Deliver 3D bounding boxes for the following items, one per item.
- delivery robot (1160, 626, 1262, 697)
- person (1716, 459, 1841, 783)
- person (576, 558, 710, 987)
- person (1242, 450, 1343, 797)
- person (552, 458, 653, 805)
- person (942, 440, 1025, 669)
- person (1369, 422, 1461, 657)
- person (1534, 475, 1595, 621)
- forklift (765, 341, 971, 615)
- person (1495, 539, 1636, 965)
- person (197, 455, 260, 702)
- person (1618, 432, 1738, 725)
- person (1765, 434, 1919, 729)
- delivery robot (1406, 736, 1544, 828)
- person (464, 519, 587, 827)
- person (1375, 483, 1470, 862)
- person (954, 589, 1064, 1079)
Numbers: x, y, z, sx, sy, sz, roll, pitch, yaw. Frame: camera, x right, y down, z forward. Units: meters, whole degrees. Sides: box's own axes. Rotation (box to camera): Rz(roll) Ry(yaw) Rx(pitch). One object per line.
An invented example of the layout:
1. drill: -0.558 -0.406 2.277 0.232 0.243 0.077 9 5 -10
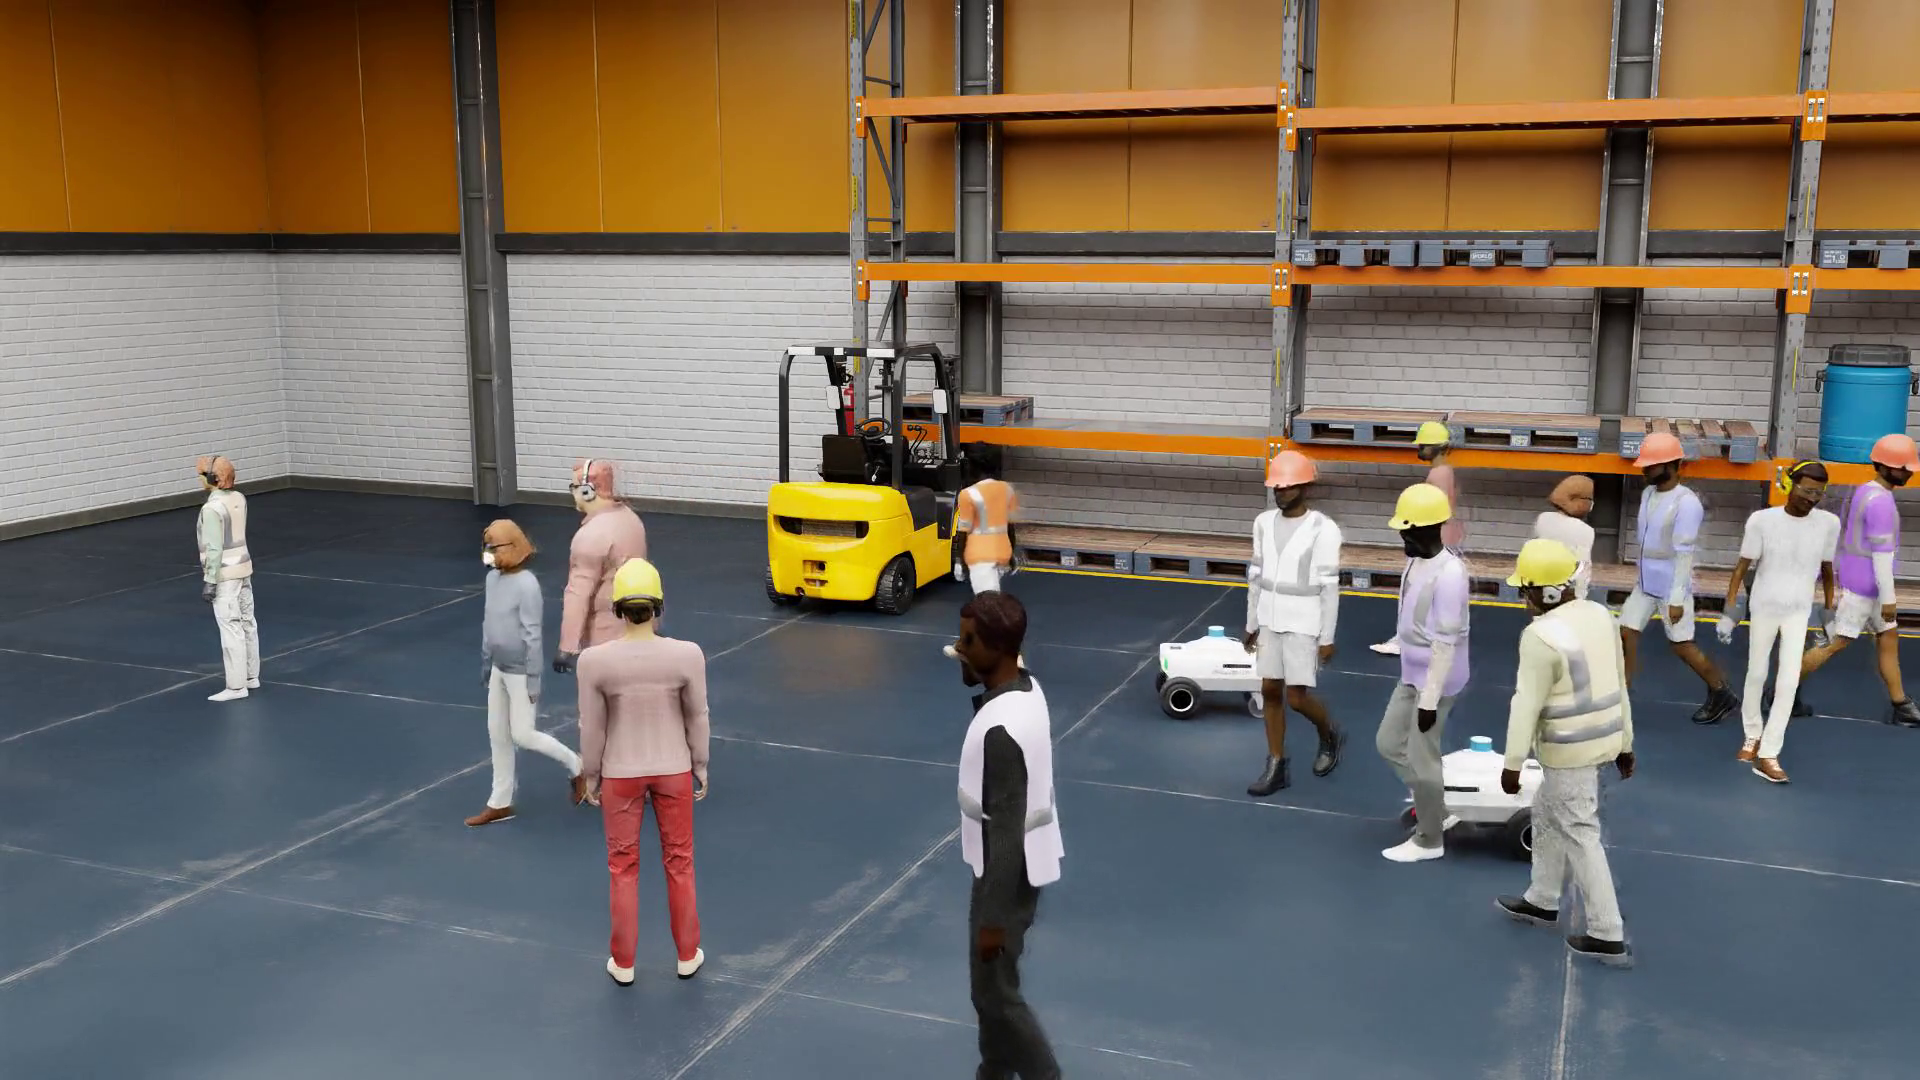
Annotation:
1. delivery robot: 1.651 0.800 10.742 0.707 0.478 0.477 1 10 3
2. person: 4.652 0.443 9.451 0.650 1.815 0.834 3 11 15
3. person: -1.283 0.948 6.797 0.525 1.771 0.305 -2 10 -13
4. person: 1.843 0.450 9.149 0.557 1.919 0.550 -9 13 -41
5. person: -1.914 0.500 8.958 0.441 1.888 0.666 1 10 5
6. person: 0.184 0.121 11.736 0.903 1.649 0.533 9 14 41
7. person: 3.376 0.008 12.112 0.783 1.737 0.539 5 11 24
8. person: 3.776 0.377 10.464 0.599 1.594 0.495 -7 12 -35
9. forklift: -0.739 -0.602 14.246 1.214 2.155 2.313 4 11 21
10. person: 2.575 0.881 7.111 0.613 1.782 0.780 -9 14 -42
11. person: -4.866 0.250 11.041 0.311 1.642 0.512 0 10 -1
12. person: 4.421 0.264 10.313 0.974 1.890 0.548 -2 10 -11
13. person: 5.619 0.258 10.375 1.005 1.883 0.561 4 11 23
14. delivery robot: 2.604 1.230 8.348 0.707 0.478 0.477 1 10 6
15. person: -2.299 0.682 8.697 0.611 1.616 0.520 -9 14 -41
16. person: 2.222 0.660 8.016 0.431 1.901 0.620 0 10 0
17. person: 0.145 1.109 5.545 0.465 1.929 0.611 1 10 5
